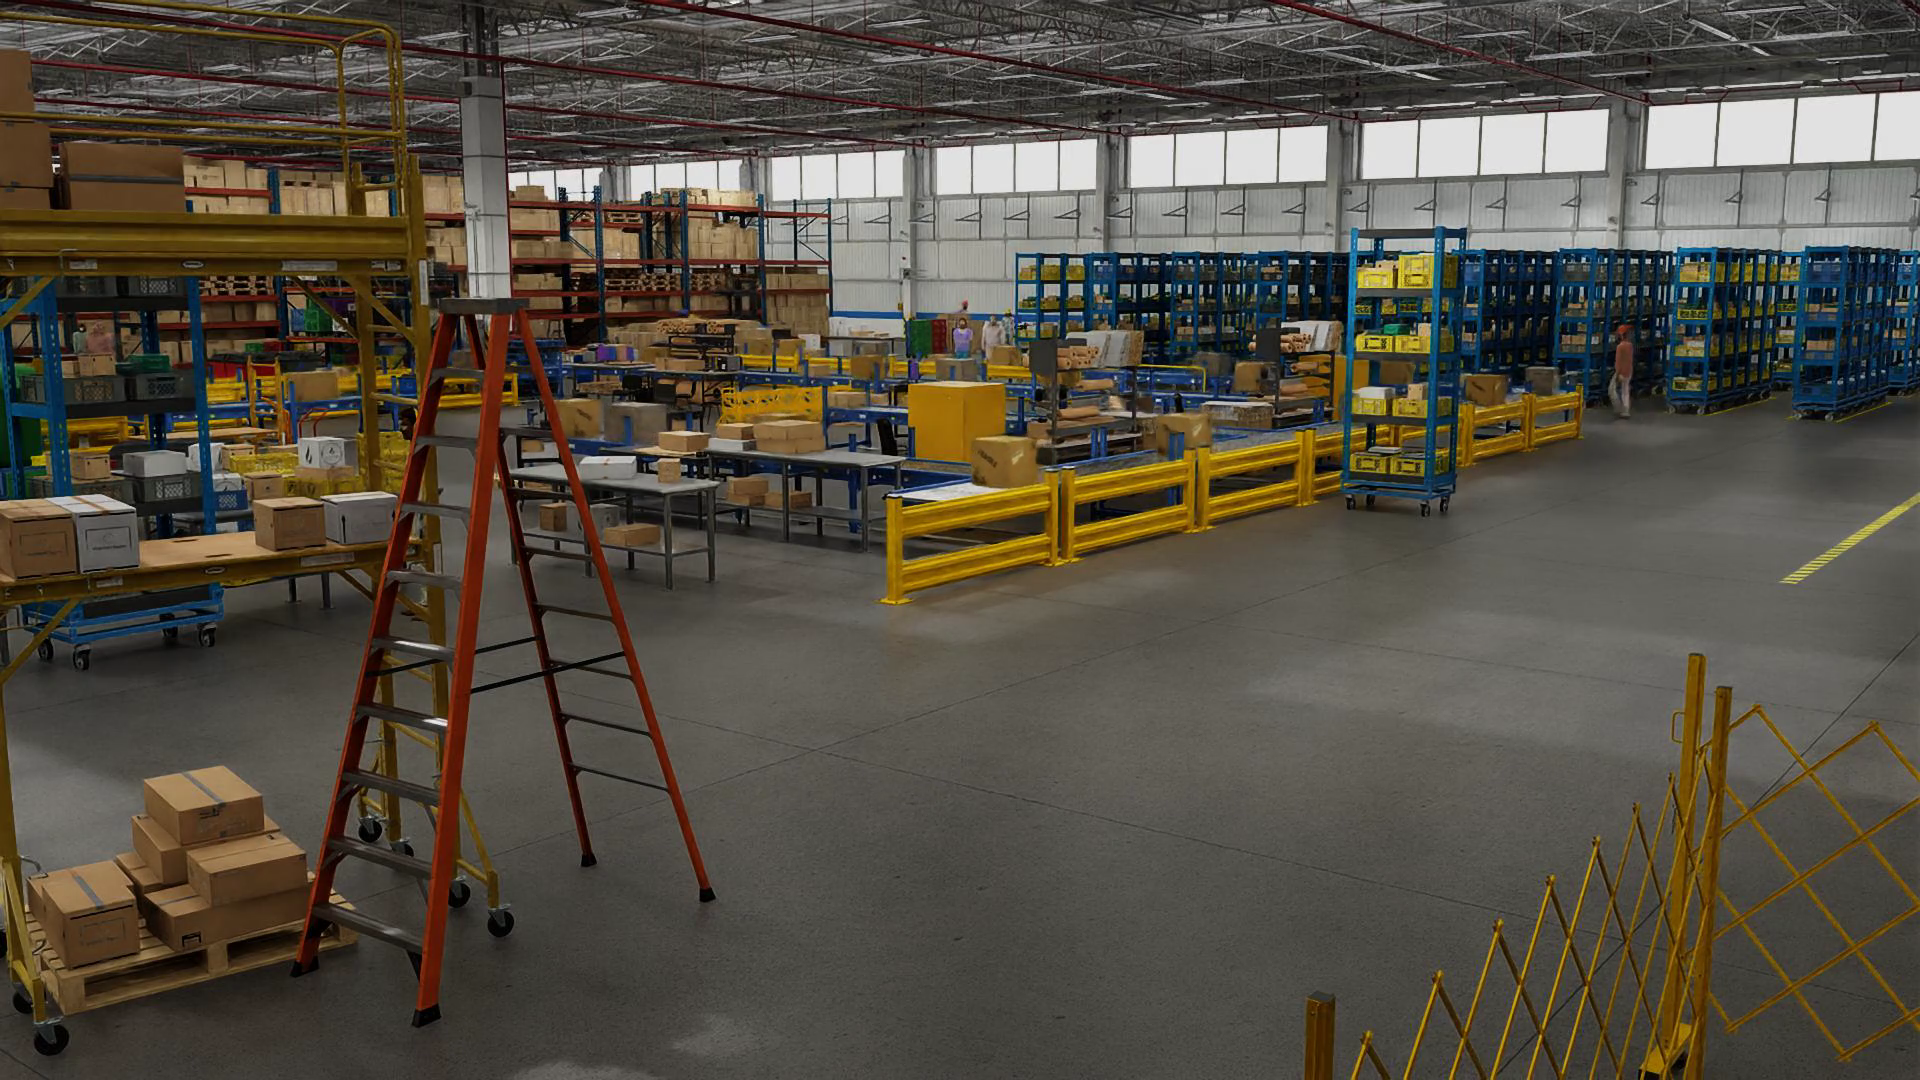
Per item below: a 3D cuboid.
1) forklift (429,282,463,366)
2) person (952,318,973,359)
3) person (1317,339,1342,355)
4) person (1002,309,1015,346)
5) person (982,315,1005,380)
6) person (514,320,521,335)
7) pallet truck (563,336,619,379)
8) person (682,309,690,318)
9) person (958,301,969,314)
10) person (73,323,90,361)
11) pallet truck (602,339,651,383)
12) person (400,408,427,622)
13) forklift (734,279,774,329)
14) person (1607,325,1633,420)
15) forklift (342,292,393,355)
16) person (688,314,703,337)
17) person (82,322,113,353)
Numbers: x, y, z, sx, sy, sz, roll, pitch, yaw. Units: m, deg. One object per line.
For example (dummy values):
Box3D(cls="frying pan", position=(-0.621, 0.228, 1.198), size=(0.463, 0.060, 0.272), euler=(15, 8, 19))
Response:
Box3D(cls="forklift", position=(-15.513, -6.379, 49.842), size=(1.129, 2.768, 1.873), euler=(7, 11, 37))
Box3D(cls="person", position=(0.072, -5.091, 45.012), size=(0.567, 1.850, 0.389), euler=(3, 9, 15))
Box3D(cls="person", position=(9.102, -4.453, 41.219), size=(0.842, 1.795, 0.591), euler=(-8, 12, -42))
Box3D(cls="person", position=(1.797, -7.733, 61.867), size=(0.485, 1.734, 0.346), euler=(-1, 9, -9))
Box3D(cls="person", position=(0.955, -5.545, 47.799), size=(0.657, 1.877, 0.905), euler=(0, 9, 1))
Box3D(cls="person", position=(-16.001, -7.613, 60.712), size=(0.675, 1.851, 0.942), euler=(5, 10, 26))
Box3D(cls="pallet truck", position=(-10.690, -5.294, 48.215), size=(1.601, 1.201, 0.680), euler=(-5, 10, -26))
Box3D(cls="person", position=(-8.858, -6.407, 53.048), size=(0.615, 1.909, 0.907), euler=(7, 12, 38))
Box3D(cls="person", position=(0.188, -8.766, 67.710), size=(0.398, 1.920, 0.556), euler=(8, 12, 42))
Box3D(cls="person", position=(-25.215, -5.438, 47.852), size=(0.501, 1.631, 0.285), euler=(-7, 12, -38))
Box3D(cls="pallet truck", position=(-8.991, -4.871, 45.351), size=(0.653, 1.274, 1.630), euler=(7, 11, 37))
Box3D(cls="person", position=(-4.737, -0.220, 14.560), size=(0.328, 1.868, 0.513), euler=(-6, 11, -32))
Box3D(cls="forklift", position=(-7.817, -8.158, 60.948), size=(1.129, 2.768, 1.873), euler=(7, 11, 37))
Box3D(cls="person", position=(13.695, -3.460, 34.439), size=(0.647, 1.969, 0.550), euler=(-8, 12, -41))
Box3D(cls="forklift", position=(-16.485, -5.622, 45.120), size=(1.129, 2.768, 1.873), euler=(7, 11, 37))
Box3D(cls="person", position=(-8.305, -6.104, 51.523), size=(0.910, 1.781, 0.609), euler=(8, 12, 41))
Box3D(cls="person", position=(-21.263, -4.445, 40.976), size=(0.652, 1.854, 0.979), euler=(1, 9, 6))
